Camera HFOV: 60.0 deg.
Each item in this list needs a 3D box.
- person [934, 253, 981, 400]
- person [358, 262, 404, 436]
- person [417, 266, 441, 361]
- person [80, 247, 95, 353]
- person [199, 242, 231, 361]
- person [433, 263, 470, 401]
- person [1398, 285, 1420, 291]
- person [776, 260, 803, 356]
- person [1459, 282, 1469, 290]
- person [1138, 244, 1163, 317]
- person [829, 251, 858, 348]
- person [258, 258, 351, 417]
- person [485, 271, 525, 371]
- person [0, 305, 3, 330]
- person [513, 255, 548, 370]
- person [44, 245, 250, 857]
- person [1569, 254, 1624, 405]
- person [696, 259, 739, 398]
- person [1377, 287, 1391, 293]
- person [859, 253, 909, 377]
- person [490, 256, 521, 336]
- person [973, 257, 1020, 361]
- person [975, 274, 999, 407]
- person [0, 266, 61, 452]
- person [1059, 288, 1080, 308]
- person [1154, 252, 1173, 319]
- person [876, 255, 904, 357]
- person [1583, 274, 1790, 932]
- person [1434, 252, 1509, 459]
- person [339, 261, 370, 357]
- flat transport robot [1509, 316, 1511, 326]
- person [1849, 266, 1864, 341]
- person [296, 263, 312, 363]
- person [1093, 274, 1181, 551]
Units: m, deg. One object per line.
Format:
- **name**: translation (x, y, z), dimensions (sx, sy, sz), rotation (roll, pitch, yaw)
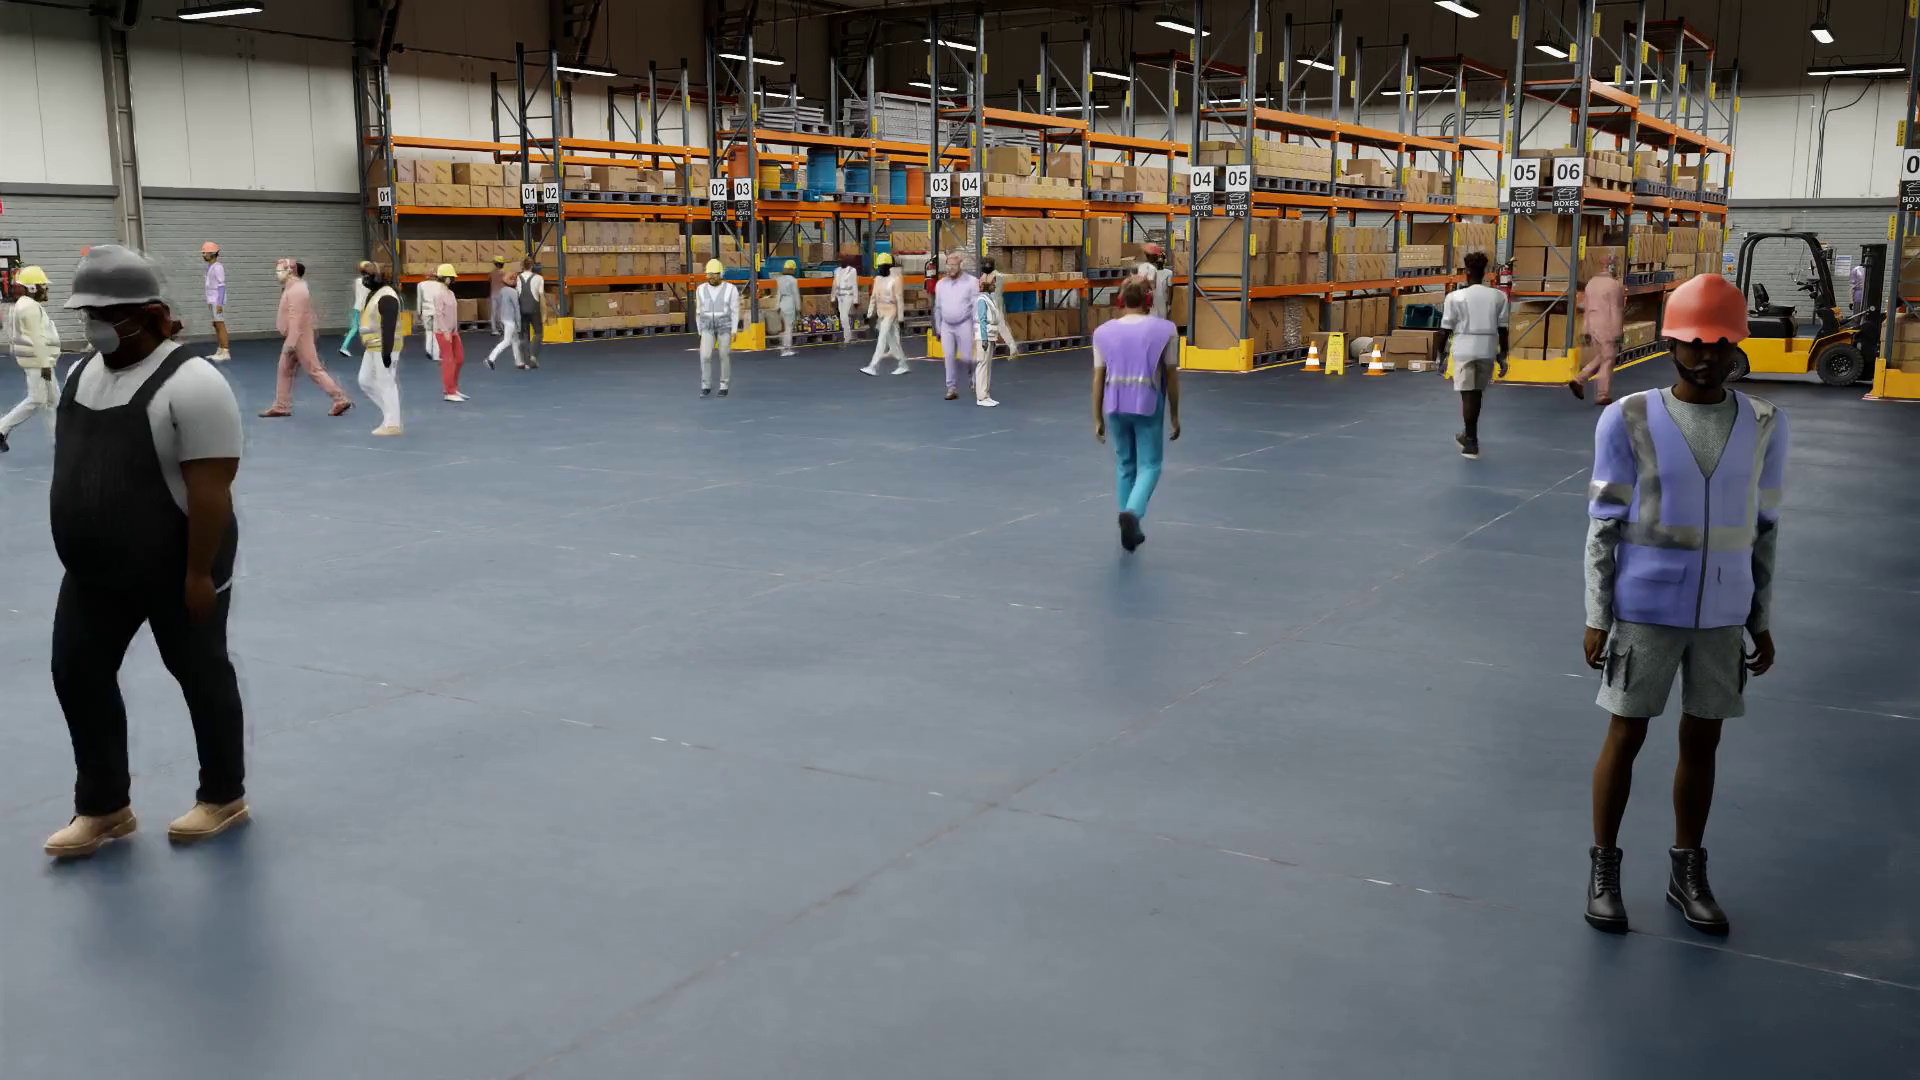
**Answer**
- **person**: translation (-0.026, -2.769, 21.611), dimensions (0.675, 1.891, 0.527), rotation (4, 11, 23)
- **person**: translation (-6.097, -2.003, 17.502), dimensions (0.449, 1.825, 0.654), rotation (-7, 12, -34)
- **person**: translation (-9.046, -3.885, 28.612), dimensions (0.535, 1.619, 0.447), rotation (0, 10, 2)
- **person**: translation (-16.115, -4.495, 31.106), dimensions (0.618, 1.964, 0.907), rotation (6, 12, 31)
- **person**: translation (-12.886, -4.118, 28.746), dimensions (0.375, 2.042, 0.615), rotation (-7, 13, -36)
- **person**: translation (-6.559, -2.655, 21.347), dimensions (0.339, 1.767, 0.540), rotation (2, 10, 8)
- **person**: translation (10.507, -5.887, 39.191), dimensions (0.584, 1.858, 1.042), rotation (7, 12, 33)
- **person**: translation (-3.038, -4.202, 30.119), dimensions (0.491, 1.719, 0.676), rotation (10, 14, 43)
- **person**: translation (12.969, -6.542, 42.497), dimensions (0.568, 1.978, 0.628), rotation (8, 13, 38)
- **person**: translation (3.355, -4.150, 29.046), dimensions (0.934, 2.002, 0.629), rotation (-4, 11, -21)
- **person**: translation (-2.261, -4.645, 32.211), dimensions (0.509, 1.867, 0.581), rotation (-9, 14, -42)
- **person**: translation (-7.668, -2.353, 19.408), dimensions (0.997, 1.860, 0.648), rotation (-5, 11, -25)
- **person**: translation (-7.220, -3.487, 26.471), dimensions (0.781, 1.596, 0.506), rotation (-8, 13, -38)
- **person**: translation (-14.951, -3.326, 25.458), dimensions (0.529, 1.619, 0.584), rotation (-6, 12, -31)
- **person**: translation (-6.868, -3.620, 26.546), dimensions (0.554, 1.828, 0.377), rotation (1, 10, 4)
- **person**: translation (-2.731, 0.043, 5.448), dimensions (0.705, 2.000, 0.763), rotation (4, 11, 20)
- **person**: translation (8.040, -2.627, 20.824), dimensions (0.514, 1.891, 0.648), rotation (-1, 10, -7)
- **person**: translation (-3.195, -2.751, 21.759), dimensions (0.597, 1.810, 0.678), rotation (1, 10, 5)
- **person**: translation (10.153, -5.961, 39.614), dimensions (0.642, 1.854, 0.532), rotation (-10, 14, -43)
- **person**: translation (-1.154, -3.440, 25.434), dimensions (1.002, 1.873, 0.594), rotation (-7, 12, -34)
- **person**: translation (-10.055, -5.377, 36.630), dimensions (0.547, 1.733, 0.800), rotation (6, 12, 30)
- **person**: translation (0.606, -3.960, 28.589), dimensions (0.933, 1.798, 0.667), rotation (-4, 11, -24)
- **person**: translation (0.334, -2.486, 20.737), dimensions (0.309, 1.641, 0.512), rotation (2, 10, 11)
- **person**: translation (-8.956, -1.726, 16.015), dimensions (0.768, 1.813, 0.592), rotation (-5, 11, -28)
- **person**: translation (2.496, -5.557, 37.149), dimensions (0.642, 1.919, 0.517), rotation (8, 13, 39)
- **person**: translation (3.578, -4.244, 29.925), dimensions (0.531, 1.875, 0.316), rotation (8, 13, 37)
- **person**: translation (-1.226, -4.126, 29.415), dimensions (0.440, 1.831, 0.644), rotation (5, 11, 24)
- **person**: translation (2.108, 0.202, 4.847), dimensions (0.551, 1.934, 0.373), rotation (1, 10, 4)
- **person**: translation (4.850, -1.772, 15.910), dimensions (0.638, 1.928, 0.911), rotation (-1, 10, -6)
- **person**: translation (-10.697, -4.114, 29.666), dimensions (0.524, 1.719, 0.889), rotation (9, 14, 43)
- **flat transport robot**: translation (13.396, -5.364, 40.691), dimensions (0.652, 0.197, 1.431), rotation (-2, 10, -10)
- **person**: translation (17.189, -4.556, 31.558), dimensions (0.588, 1.918, 0.398), rotation (1, 10, 8)
- **person**: translation (-11.189, -3.855, 28.267), dimensions (0.325, 1.694, 0.576), rotation (-2, 10, -12)
- **person**: translation (1.142, -0.825, 10.910), dimensions (0.582, 1.829, 0.712), rotation (4, 11, 21)
